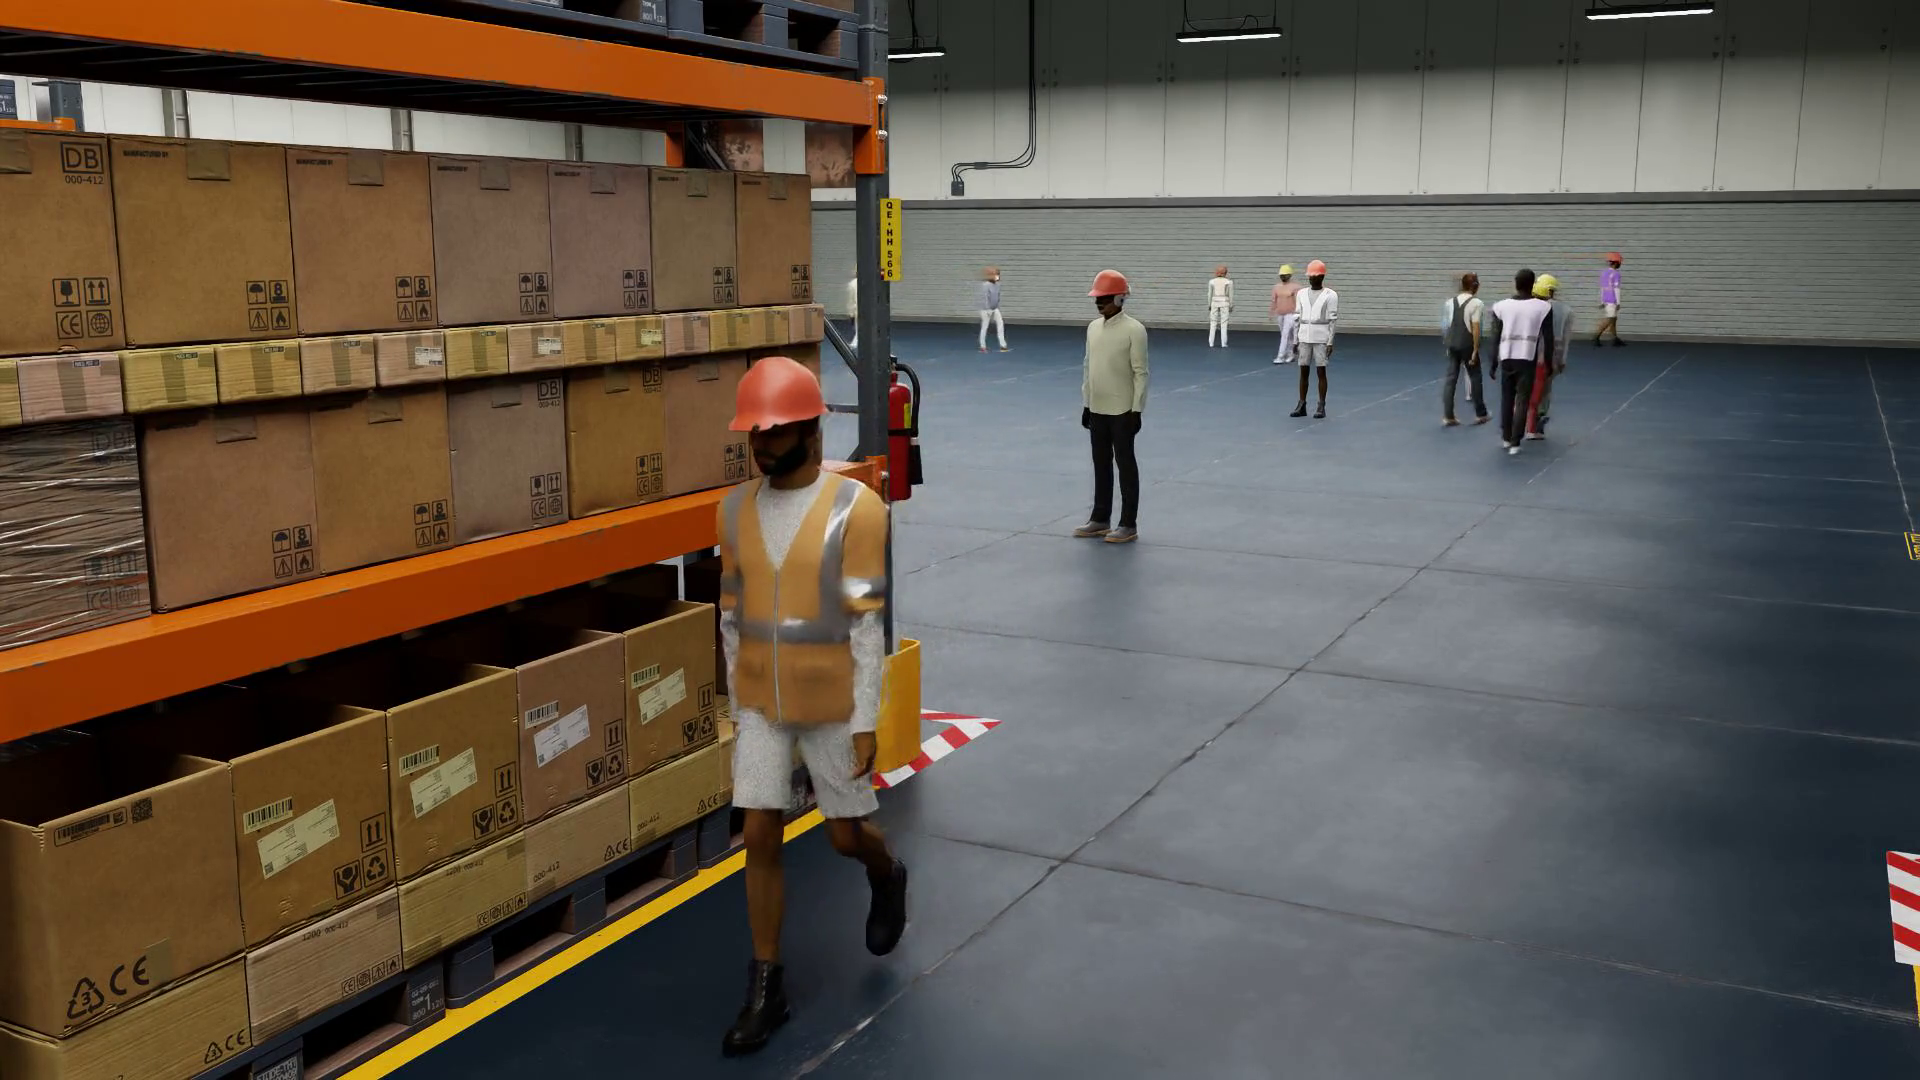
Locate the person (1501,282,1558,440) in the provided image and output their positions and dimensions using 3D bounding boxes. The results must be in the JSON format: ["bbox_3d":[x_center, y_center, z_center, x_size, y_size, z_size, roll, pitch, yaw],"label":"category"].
[{"bbox_3d":[6.183,-1.929,18.068,0.737,1.739,0.525,-5,12,-25],"label":"person"}]

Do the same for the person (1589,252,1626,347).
[{"bbox_3d":[13.087,-4.835,33.468,0.835,1.913,0.557,-1,10,-6],"label":"person"}]

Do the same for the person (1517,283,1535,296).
[{"bbox_3d":[7.600,-2.686,22.482,0.313,1.639,0.517,-10,14,-43],"label":"person"}]

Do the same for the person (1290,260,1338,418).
[{"bbox_3d":[4.354,-2.469,20.481,0.545,1.941,0.351,7,12,33],"label":"person"}]

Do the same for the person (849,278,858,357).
[{"bbox_3d":[-1.659,-3.940,28.874,0.592,1.806,0.624,5,11,24],"label":"person"}]

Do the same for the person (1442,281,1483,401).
[{"bbox_3d":[6.794,-2.690,22.509,0.524,1.639,0.306,3,11,15],"label":"person"}]

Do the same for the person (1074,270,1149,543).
[{"bbox_3d":[1.104,-0.978,12.208,0.400,1.989,0.623,-8,13,-37],"label":"person"}]

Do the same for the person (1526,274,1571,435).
[{"bbox_3d":[6.457,-2.027,18.399,0.618,1.817,0.500,-2,11,-10],"label":"person"}]

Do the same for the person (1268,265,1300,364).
[{"bbox_3d":[5.714,-3.951,29.172,0.542,1.720,0.919,9,14,41],"label":"person"}]

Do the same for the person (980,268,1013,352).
[{"bbox_3d":[0.666,-4.382,31.845,0.763,1.605,0.520,10,14,43],"label":"person"}]

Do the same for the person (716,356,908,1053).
[{"bbox_3d":[-0.429,0.426,4.760,0.549,1.917,0.808,4,11,20],"label":"person"}]

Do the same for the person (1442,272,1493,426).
[{"bbox_3d":[6.034,-2.255,19.675,0.903,1.804,0.511,-9,13,-39],"label":"person"}]

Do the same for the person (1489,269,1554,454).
[{"bbox_3d":[5.871,-1.865,17.359,0.604,1.881,0.946,6,12,28],"label":"person"}]

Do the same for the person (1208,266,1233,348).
[{"bbox_3d":[5.210,-4.666,33.308,0.507,1.633,0.313,4,11,21],"label":"person"}]
